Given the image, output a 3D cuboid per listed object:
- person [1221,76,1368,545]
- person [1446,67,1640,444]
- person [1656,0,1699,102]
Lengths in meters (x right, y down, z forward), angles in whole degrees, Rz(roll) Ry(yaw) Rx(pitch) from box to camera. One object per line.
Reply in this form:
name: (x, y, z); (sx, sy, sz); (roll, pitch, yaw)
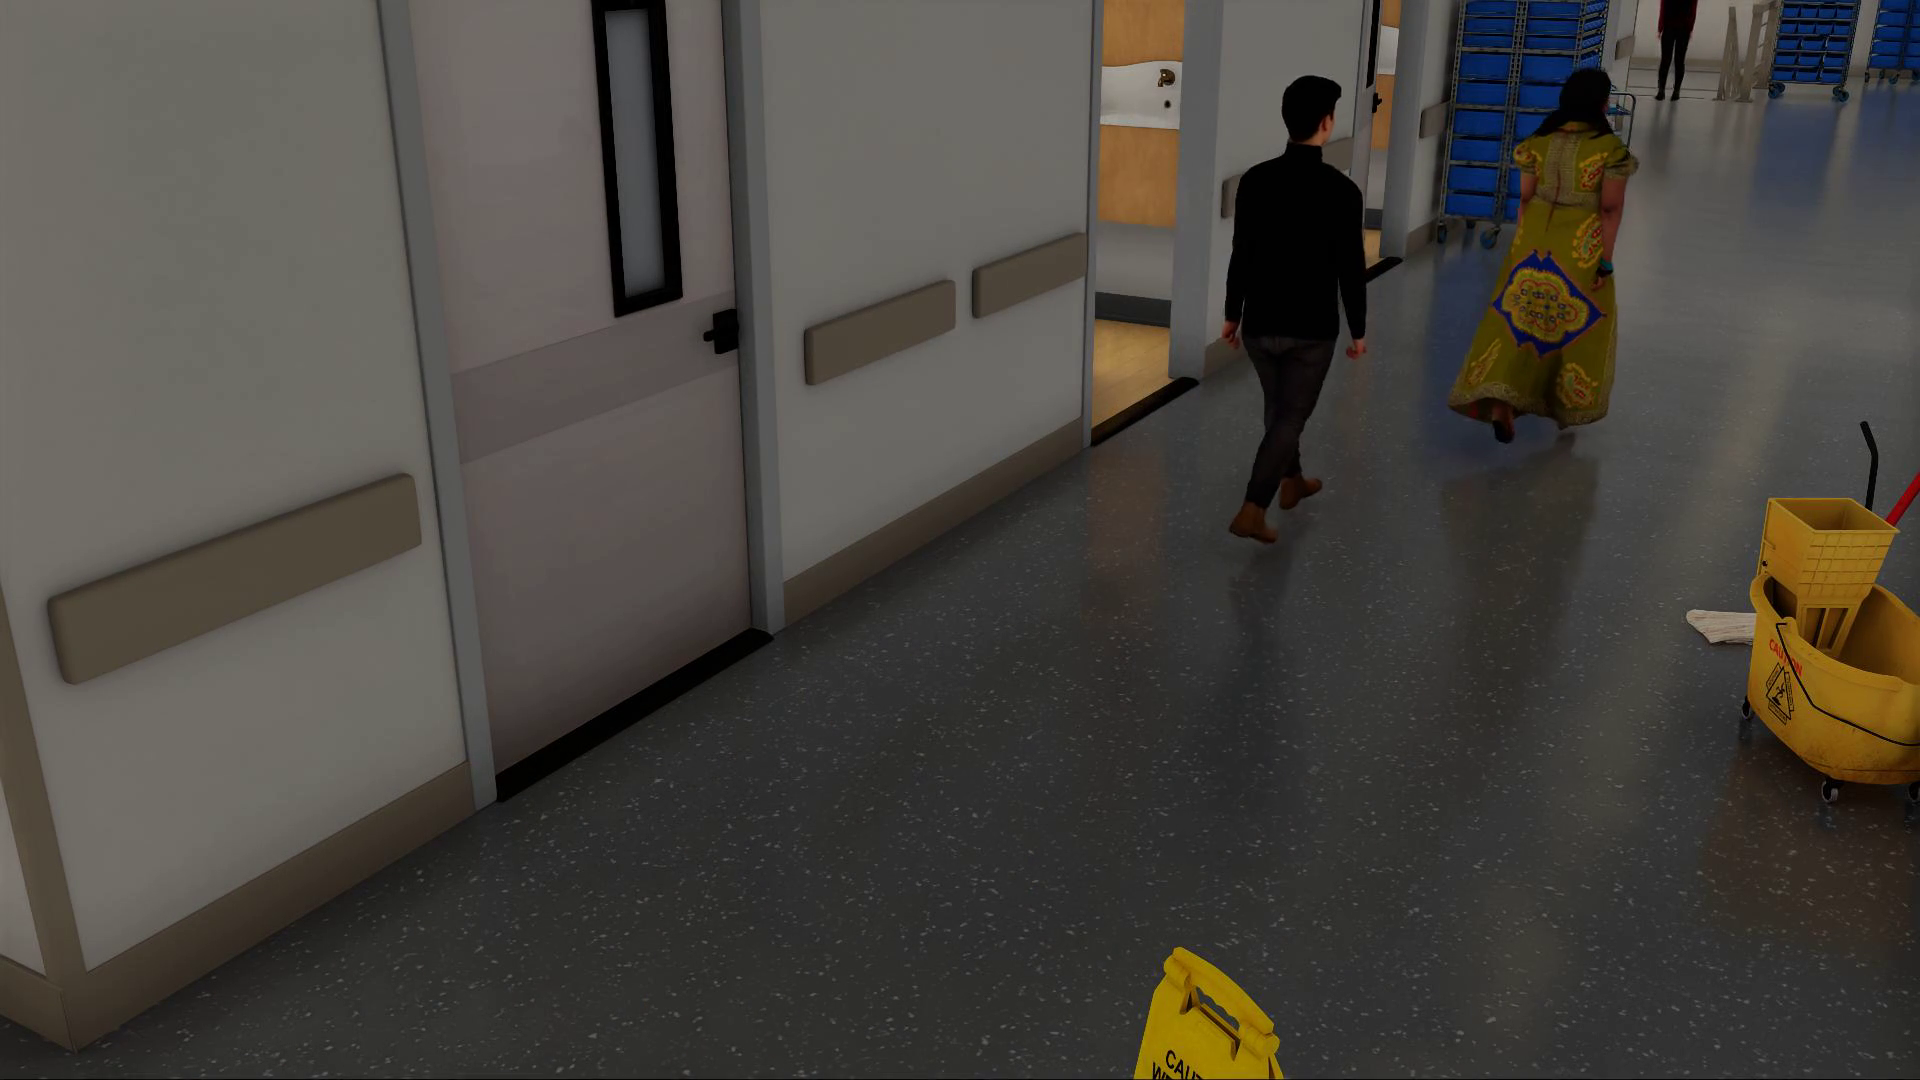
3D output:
person: (1.191, -0.801, 6.134); (0.768, 1.693, 1.114); (16, 26, 36)
person: (2.583, -1.196, 7.268); (0.791, 1.628, 1.278); (13, 24, 30)
person: (9.037, -6.404, 20.976); (0.628, 1.658, 0.578); (7, 22, 17)
